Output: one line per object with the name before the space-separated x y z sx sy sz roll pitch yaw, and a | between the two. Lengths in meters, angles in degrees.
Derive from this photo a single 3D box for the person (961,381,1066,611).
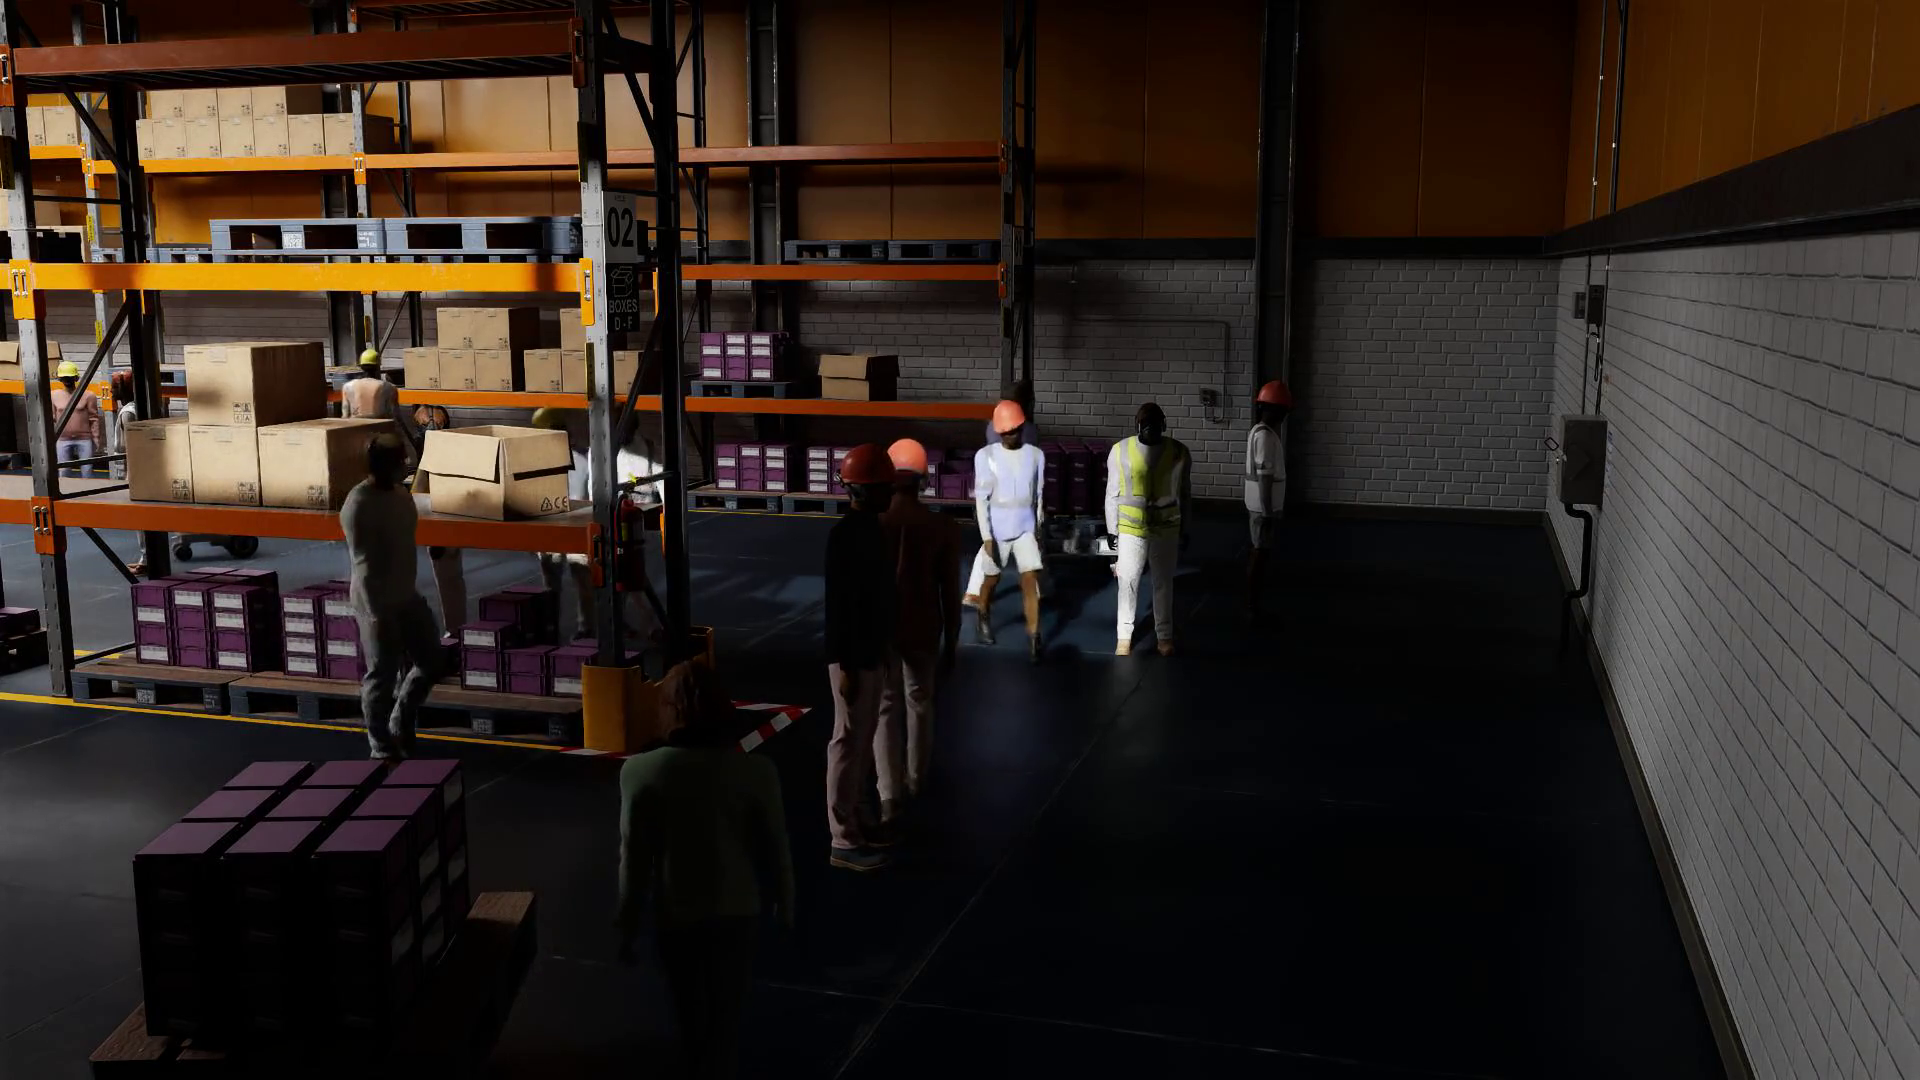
person | 0.422 -0.352 13.580 0.993 1.900 0.640 -8 12 -41

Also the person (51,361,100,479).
person | -9.942 -1.122 18.658 0.533 1.765 0.329 -4 10 -22

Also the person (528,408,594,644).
person | -2.999 -0.103 12.463 0.606 1.762 0.929 -6 11 -34

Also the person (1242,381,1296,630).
person | 2.405 -0.273 12.965 0.369 1.931 0.552 1 9 7

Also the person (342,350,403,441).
person | -6.457 -1.147 18.373 0.611 1.894 0.871 -1 9 -6

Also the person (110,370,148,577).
person | -7.500 -0.604 15.132 0.337 1.882 0.583 -3 10 -17

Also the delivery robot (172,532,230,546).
delivery robot | -7.245 -0.146 16.097 0.707 0.478 0.477 -6 11 -32

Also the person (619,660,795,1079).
person | -0.785 1.153 5.283 0.530 1.584 0.861 0 9 0

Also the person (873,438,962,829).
person | -0.305 0.461 8.482 0.617 1.952 1.016 -1 9 -5

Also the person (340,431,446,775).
person | -3.110 0.364 9.125 0.452 1.922 0.636 3 10 15

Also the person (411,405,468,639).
person | -3.726 -0.054 11.942 0.429 1.836 0.626 -2 10 -14

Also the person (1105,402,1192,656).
person | 1.365 -0.074 12.034 0.634 1.842 0.429 0 9 0

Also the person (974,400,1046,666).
person | 0.342 -0.092 12.069 0.538 1.898 0.981 -2 10 -13

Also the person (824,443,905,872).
person | -0.446 0.537 7.838 0.393 1.995 0.612 2 9 11

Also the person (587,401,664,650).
person | -2.404 -0.113 12.295 1.010 1.818 0.597 9 13 44
